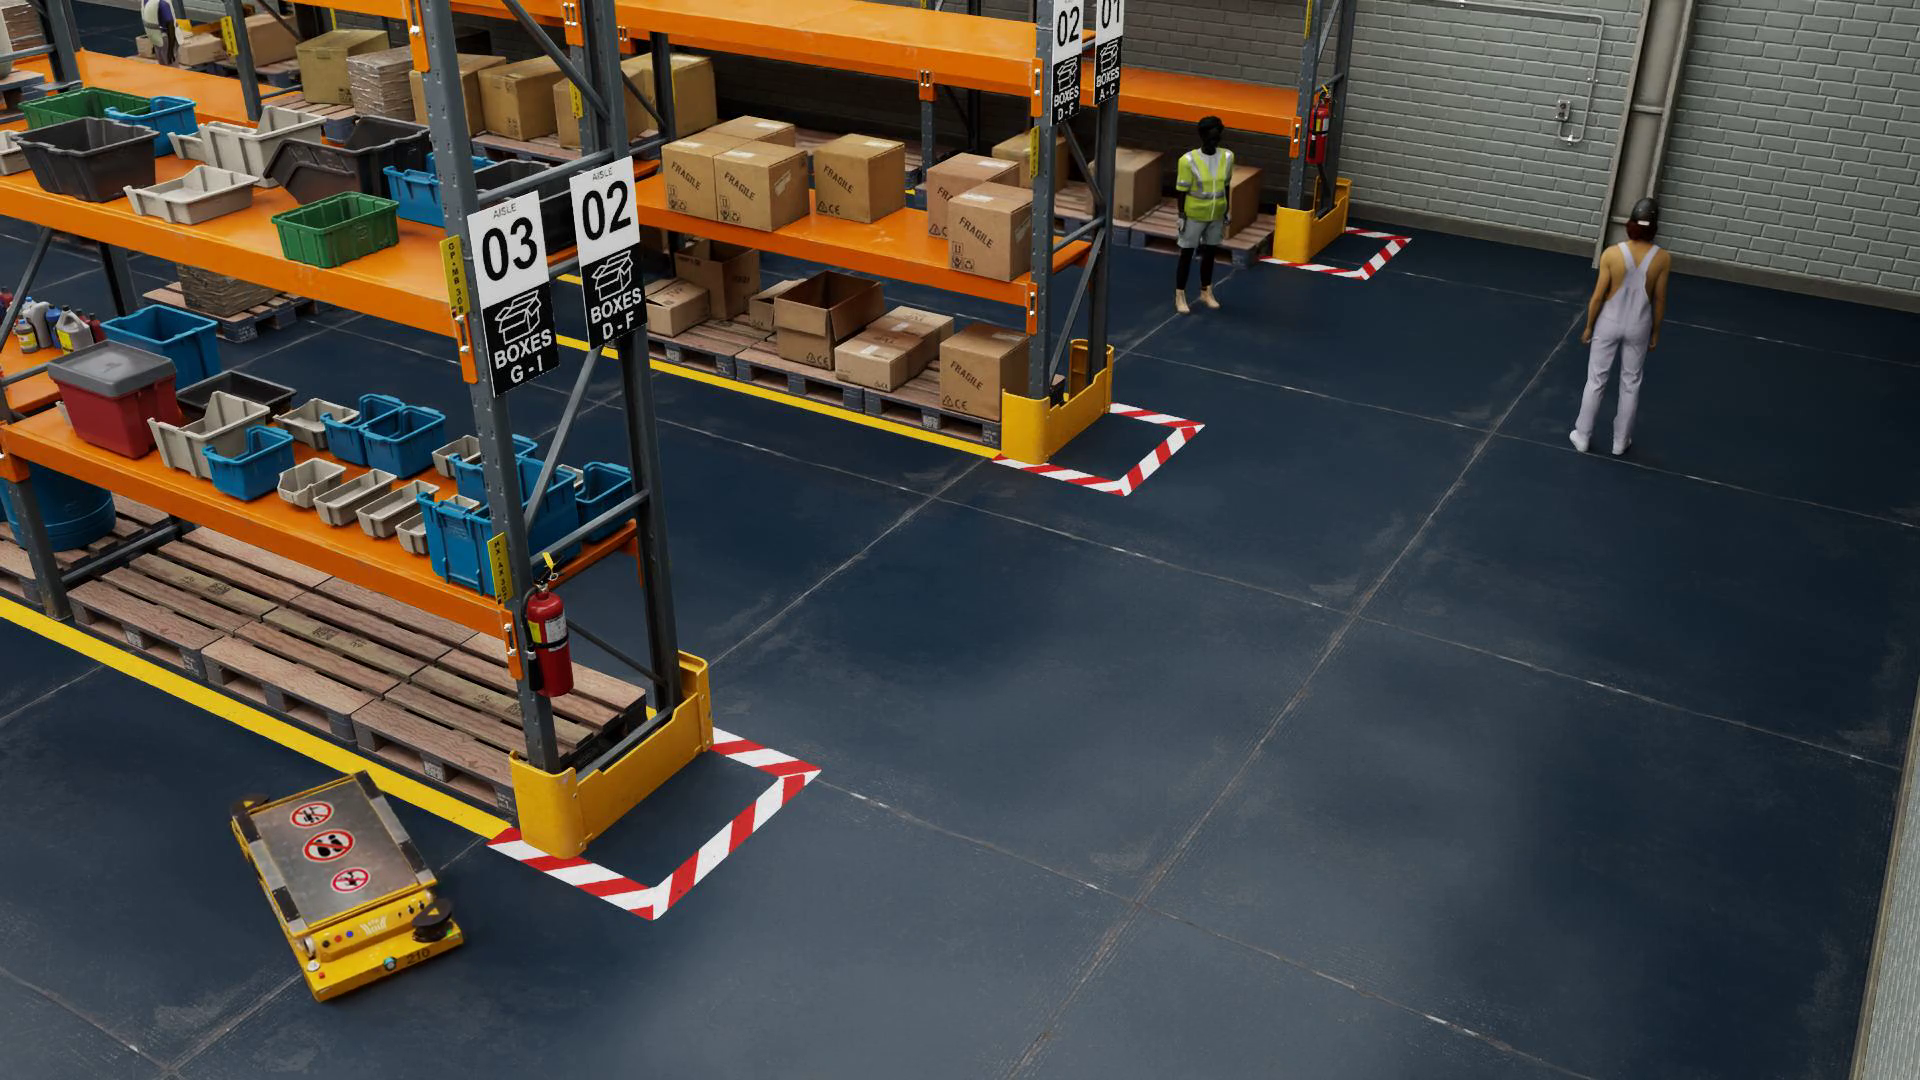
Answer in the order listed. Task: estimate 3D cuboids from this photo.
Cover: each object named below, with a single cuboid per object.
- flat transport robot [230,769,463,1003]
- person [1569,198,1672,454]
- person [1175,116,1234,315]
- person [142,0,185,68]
[{"bbox_3d":[-2.916,1.565,7.826,0.659,0.231,1.431,-19,34,-30],"label":"flat transport robot"},{"bbox_3d":[4.657,-1.499,11.687,0.510,1.863,0.376,8,30,13],"label":"person"},{"bbox_3d":[2.069,-2.758,14.110,0.540,1.698,0.316,-11,31,-19],"label":"person"},{"bbox_3d":[-9.214,-5.730,19.294,0.389,1.847,0.563,-23,37,-35],"label":"person"}]
